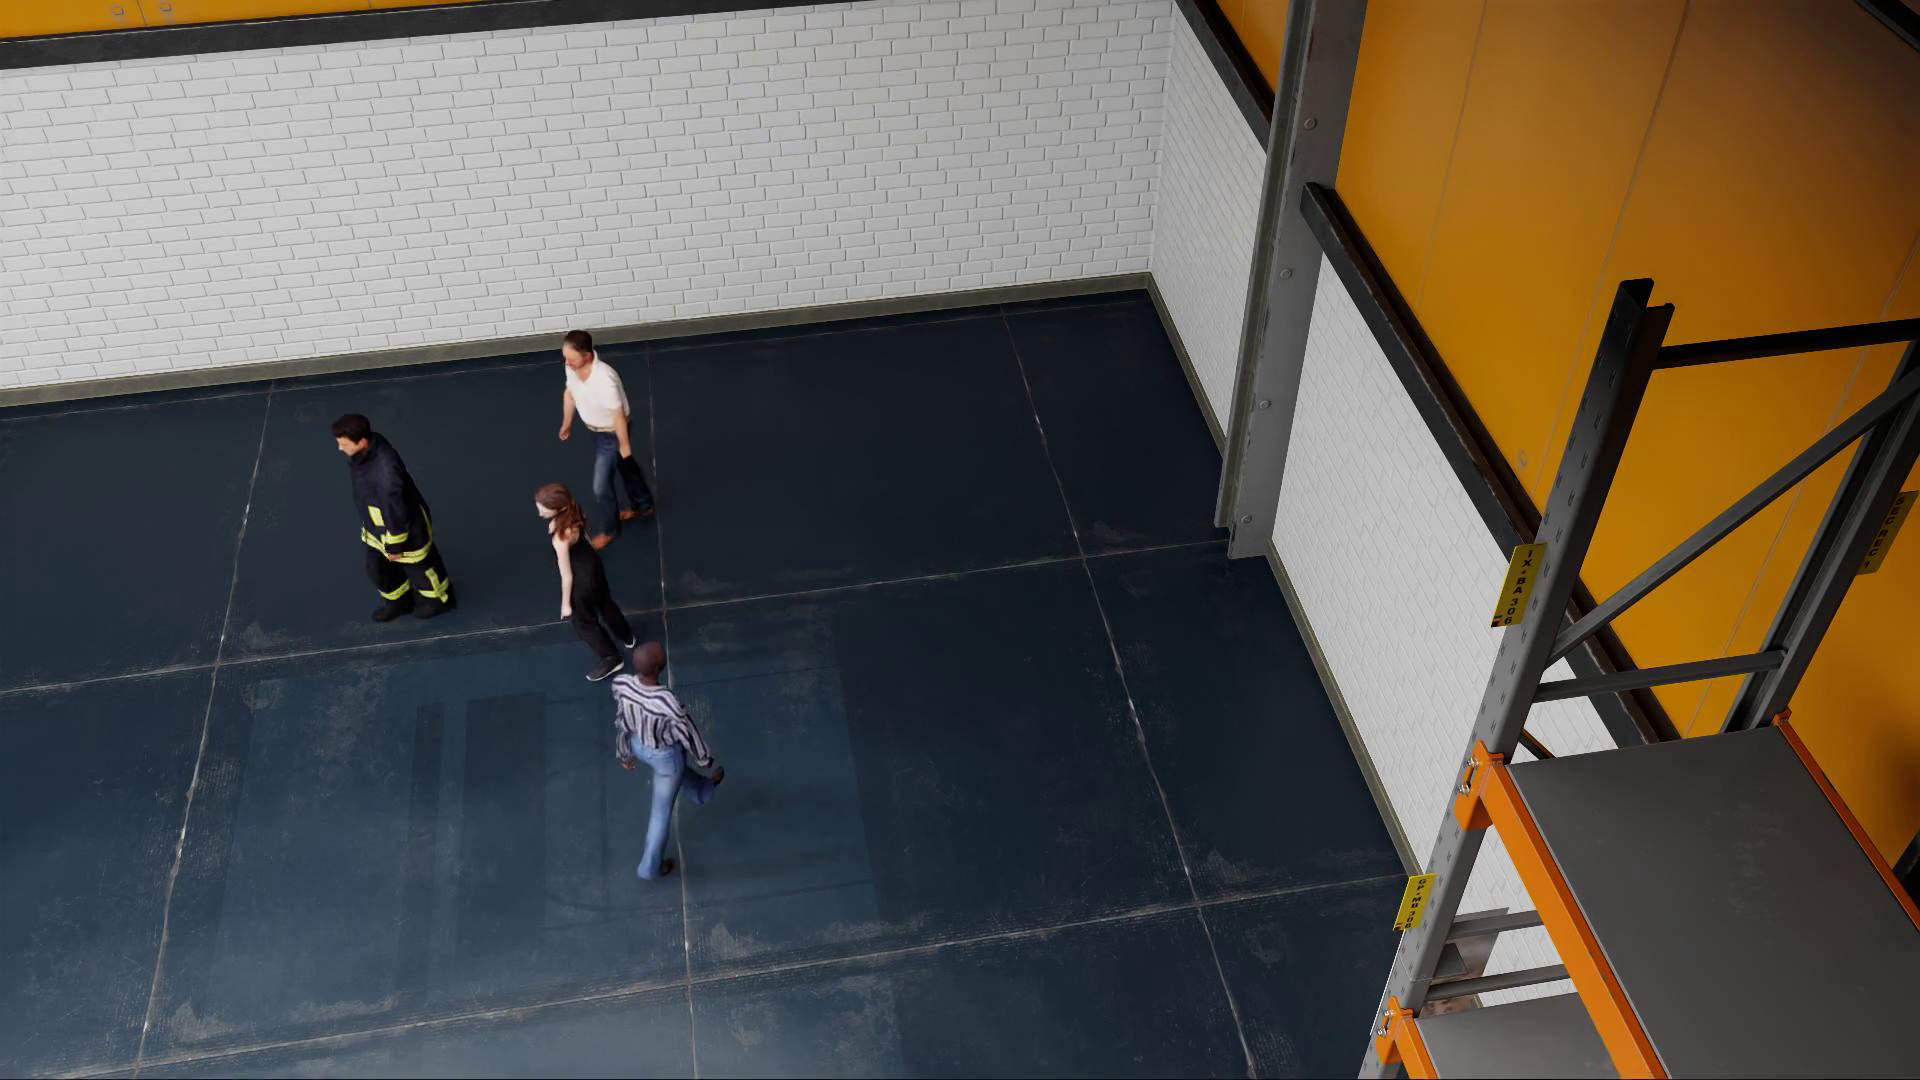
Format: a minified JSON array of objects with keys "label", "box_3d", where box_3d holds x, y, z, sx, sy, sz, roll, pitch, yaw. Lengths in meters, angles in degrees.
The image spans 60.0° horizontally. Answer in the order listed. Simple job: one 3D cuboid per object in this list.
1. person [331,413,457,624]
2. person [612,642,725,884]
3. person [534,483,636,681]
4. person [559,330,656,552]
[{"label":"person","box_3d":[-3.611,-0.171,10.920,1.025,1.892,0.936,-27,50,-26]},{"label":"person","box_3d":[-1.757,1.316,9.464,1.121,1.748,1.215,23,48,22]},{"label":"person","box_3d":[-2.363,0.207,10.655,0.869,1.711,0.601,7,44,7]},{"label":"person","box_3d":[-2.371,-0.789,11.620,0.960,1.822,0.937,-23,48,-22]}]
